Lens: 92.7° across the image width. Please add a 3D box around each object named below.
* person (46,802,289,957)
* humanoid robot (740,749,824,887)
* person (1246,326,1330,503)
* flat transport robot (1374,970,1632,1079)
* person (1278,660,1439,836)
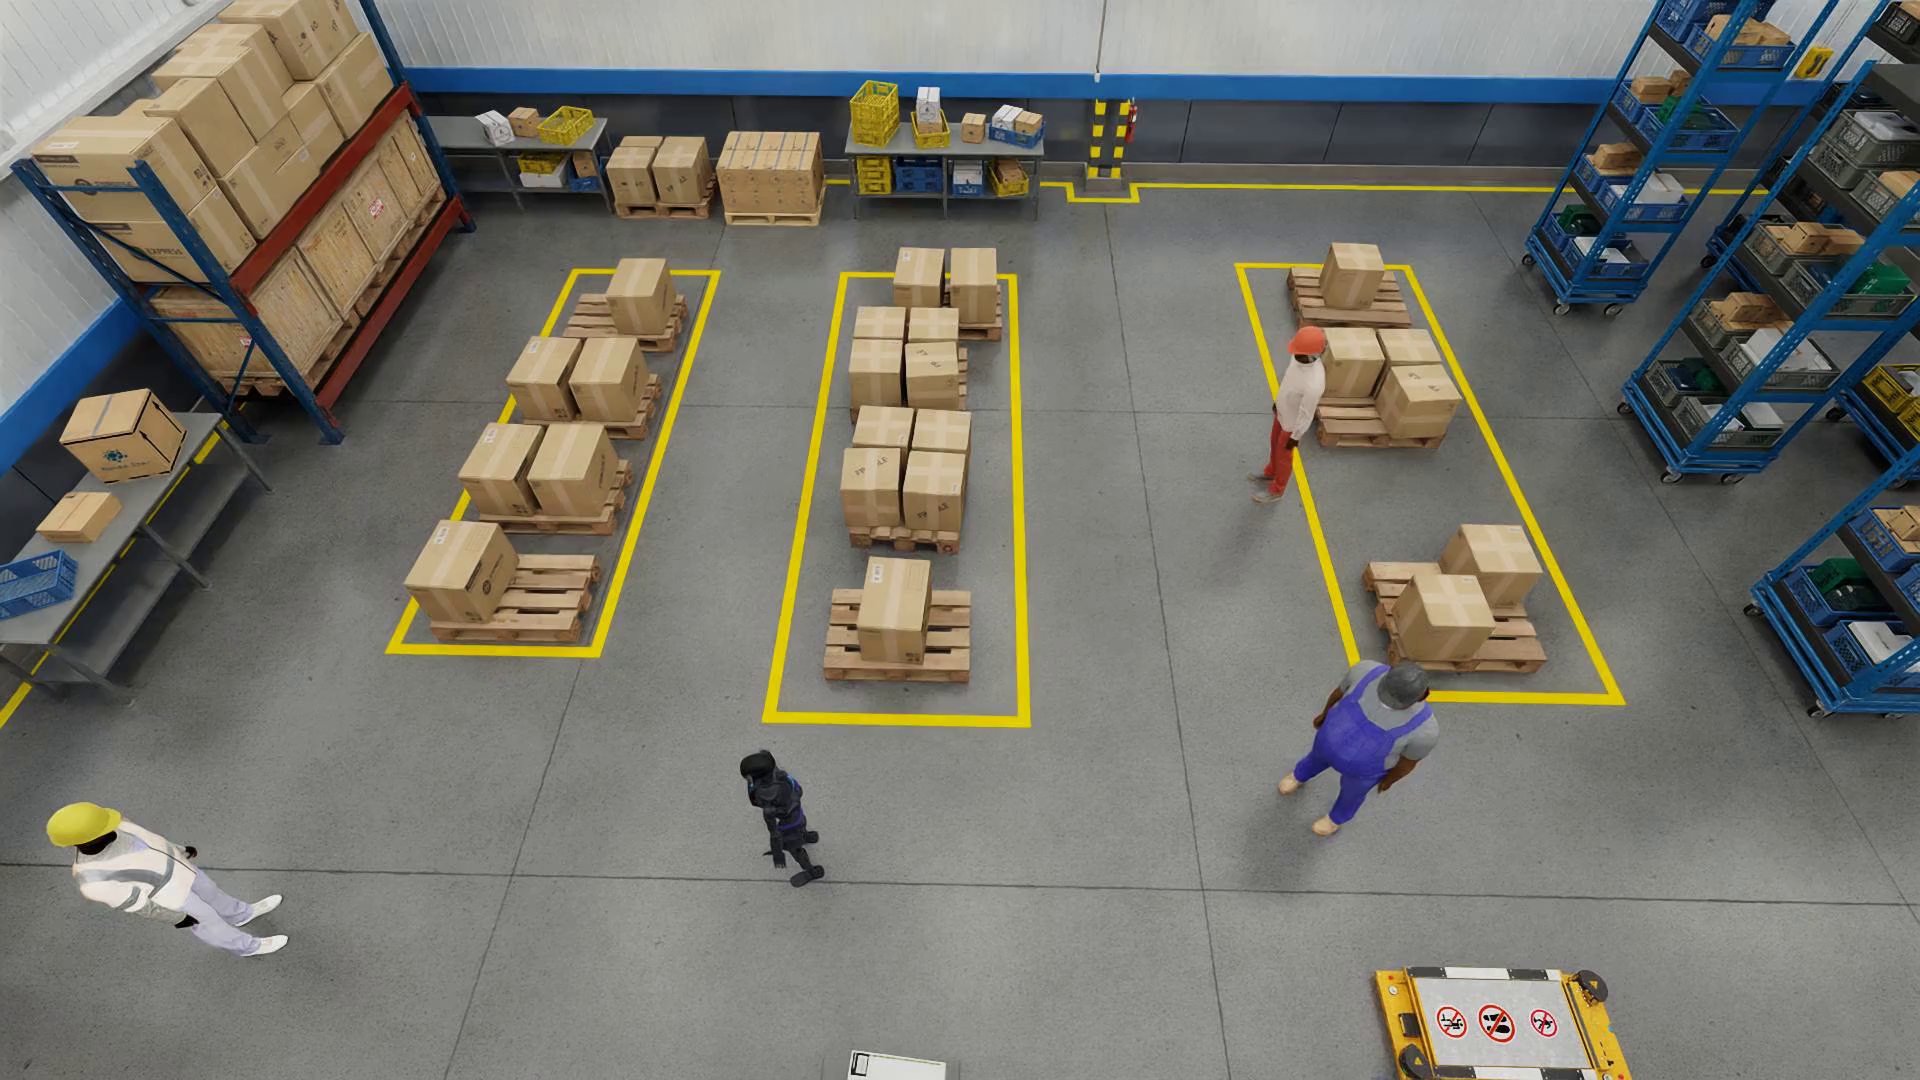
[{"bbox_3d":[-4.900,2.117,5.696,0.373,1.918,0.584,-24,55,-18],"label":"person"},{"bbox_3d":[-1.177,1.830,6.084,0.332,1.651,0.569,-11,52,-9],"label":"humanoid robot"},{"bbox_3d":[2.961,-1.118,8.300,0.431,1.977,0.605,2,51,1],"label":"person"},{"bbox_3d":[3.501,3.133,5.914,1.431,0.197,0.652,1,51,1],"label":"flat transport robot"},{"bbox_3d":[2.677,1.396,6.206,0.535,2.000,0.682,-23,54,-18],"label":"person"}]
